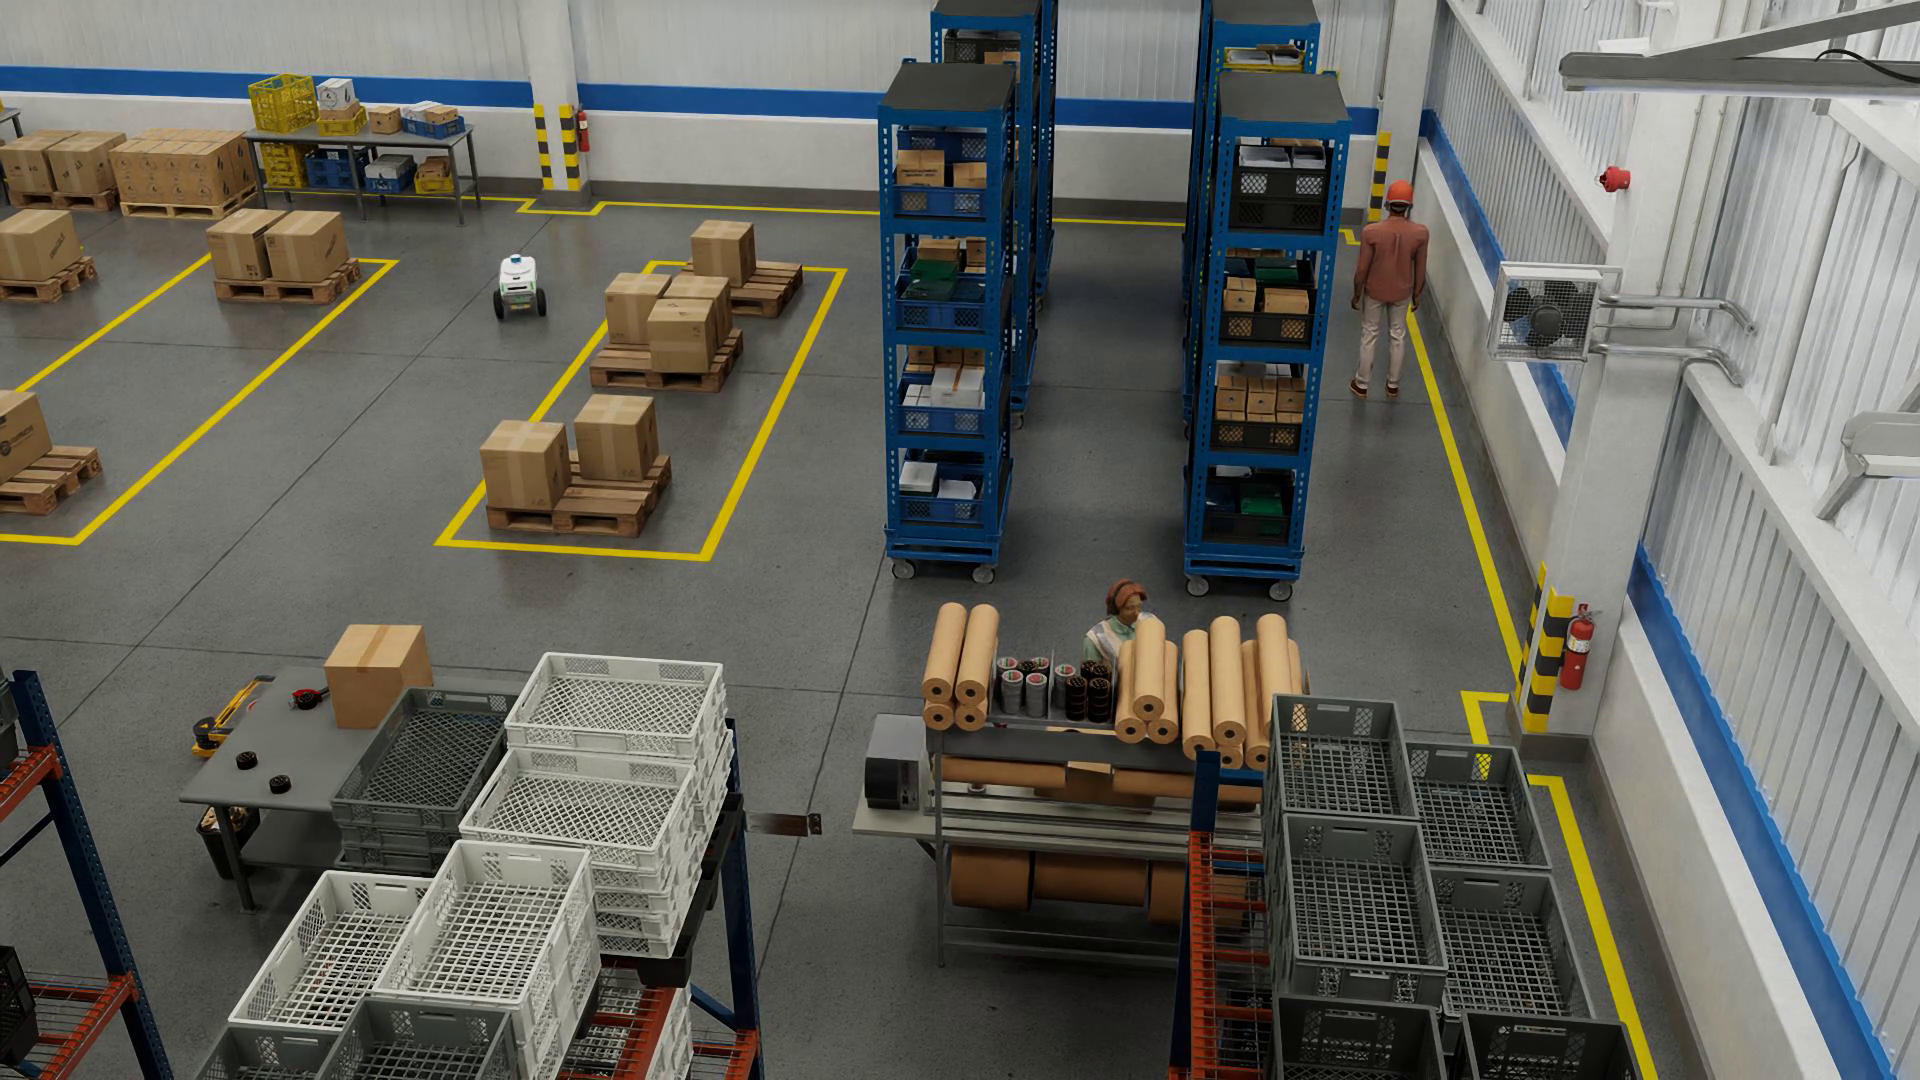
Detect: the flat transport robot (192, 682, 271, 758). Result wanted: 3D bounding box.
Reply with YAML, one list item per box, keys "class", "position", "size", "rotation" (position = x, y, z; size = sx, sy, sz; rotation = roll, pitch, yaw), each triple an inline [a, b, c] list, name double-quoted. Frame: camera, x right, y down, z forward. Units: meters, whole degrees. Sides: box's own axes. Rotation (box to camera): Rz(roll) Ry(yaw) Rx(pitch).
- class: "flat transport robot"
  position: [-4.089, 1.163, 10.648]
  size: [1.431, 0.197, 0.652]
  rotation: [3, 30, 6]

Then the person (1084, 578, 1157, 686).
- class: "person"
  position: [0.920, 0.942, 9.671]
  size: [0.514, 1.644, 0.307]
  rotation: [-18, 35, -28]

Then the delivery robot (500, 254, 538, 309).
- class: "delivery robot"
  position: [-4.465, -2.646, 16.821]
  size: [0.477, 0.478, 0.707]
  rotation: [-6, 31, -10]

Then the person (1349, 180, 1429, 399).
- class: "person"
  position: [3.786, -2.211, 14.744]
  size: [0.622, 1.992, 0.394]
  rotation: [0, 30, 0]
